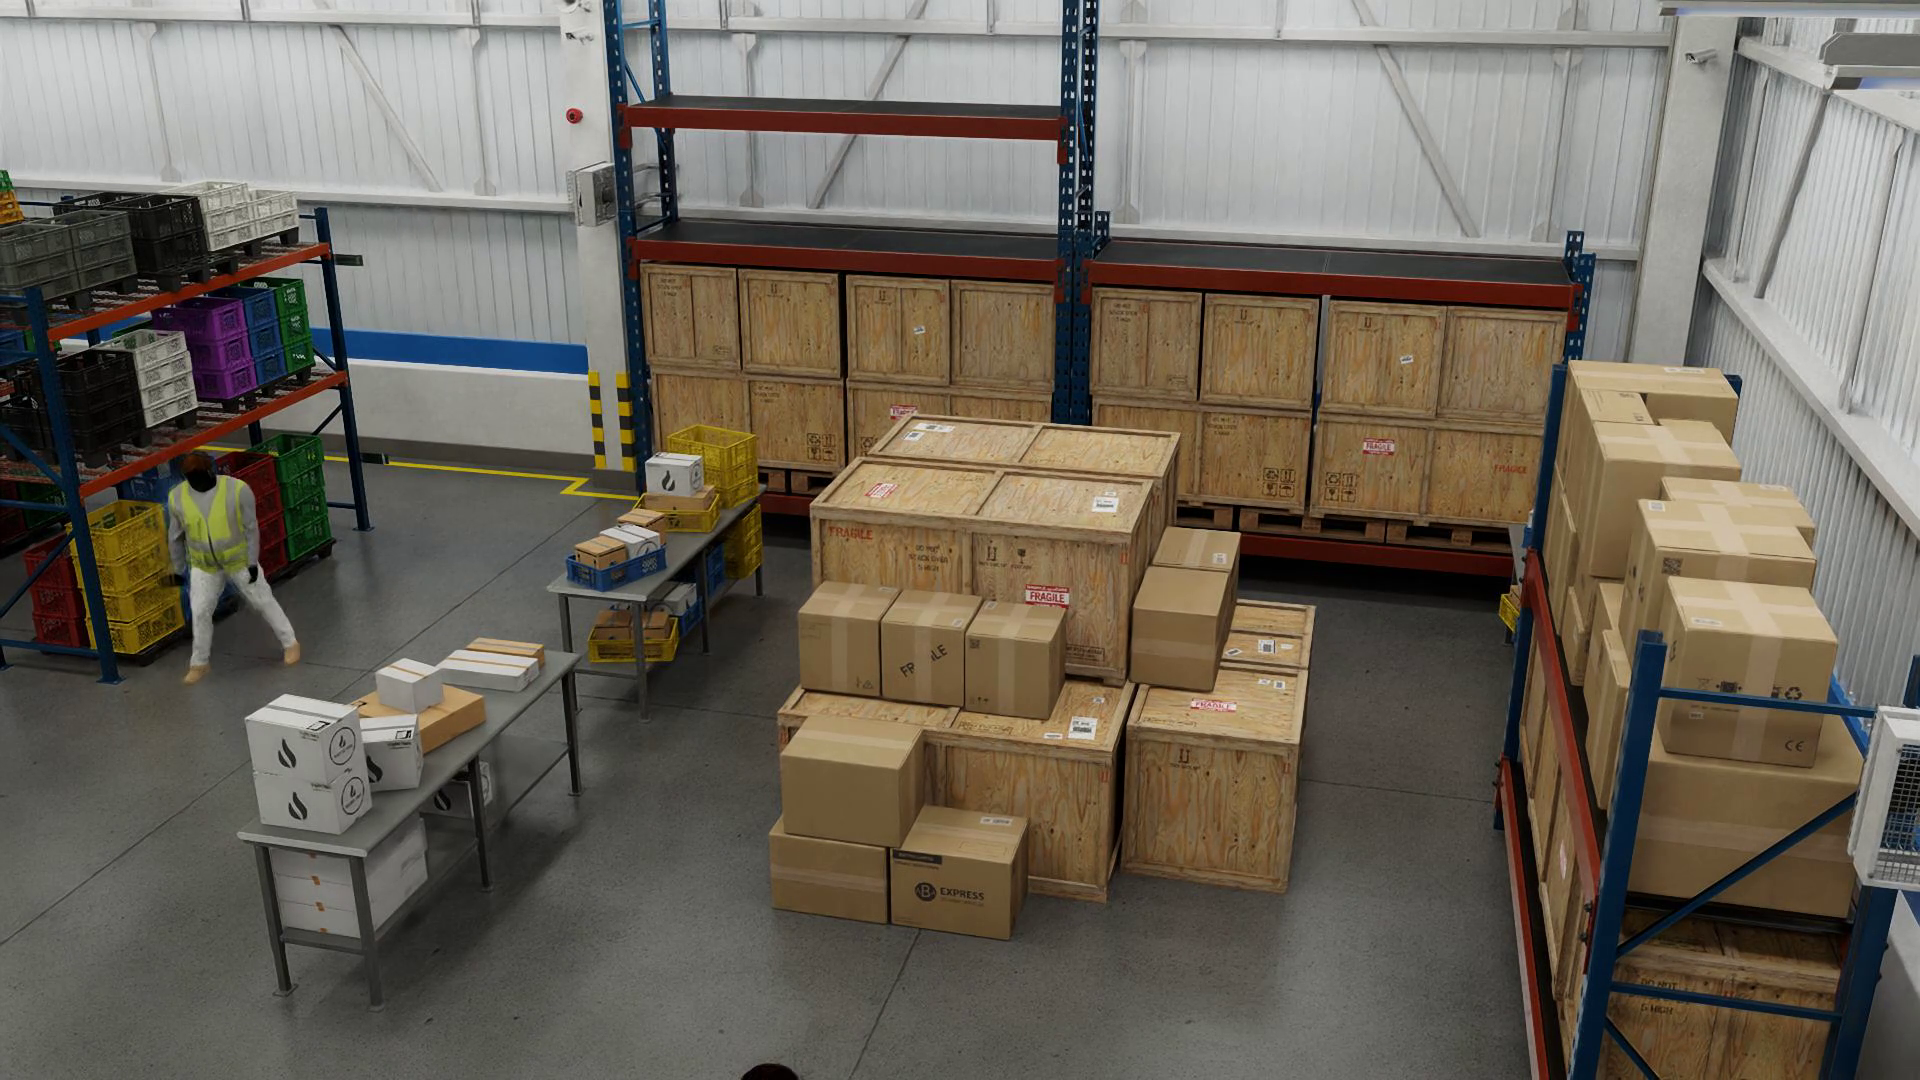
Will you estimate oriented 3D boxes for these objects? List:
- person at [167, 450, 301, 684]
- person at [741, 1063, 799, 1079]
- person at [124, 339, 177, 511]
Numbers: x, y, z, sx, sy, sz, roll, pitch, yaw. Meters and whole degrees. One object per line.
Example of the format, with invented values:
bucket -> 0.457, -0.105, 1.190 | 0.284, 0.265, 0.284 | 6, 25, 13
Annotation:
person -> -5.524, 0.169, 12.467 | 0.787, 1.797, 0.527 | -3, 21, -8
person -> -0.678, 2.648, 5.793 | 0.377, 1.916, 0.596 | -17, 27, -37
person -> -7.691, -1.096, 15.752 | 0.590, 1.840, 0.961 | -3, 21, -8
